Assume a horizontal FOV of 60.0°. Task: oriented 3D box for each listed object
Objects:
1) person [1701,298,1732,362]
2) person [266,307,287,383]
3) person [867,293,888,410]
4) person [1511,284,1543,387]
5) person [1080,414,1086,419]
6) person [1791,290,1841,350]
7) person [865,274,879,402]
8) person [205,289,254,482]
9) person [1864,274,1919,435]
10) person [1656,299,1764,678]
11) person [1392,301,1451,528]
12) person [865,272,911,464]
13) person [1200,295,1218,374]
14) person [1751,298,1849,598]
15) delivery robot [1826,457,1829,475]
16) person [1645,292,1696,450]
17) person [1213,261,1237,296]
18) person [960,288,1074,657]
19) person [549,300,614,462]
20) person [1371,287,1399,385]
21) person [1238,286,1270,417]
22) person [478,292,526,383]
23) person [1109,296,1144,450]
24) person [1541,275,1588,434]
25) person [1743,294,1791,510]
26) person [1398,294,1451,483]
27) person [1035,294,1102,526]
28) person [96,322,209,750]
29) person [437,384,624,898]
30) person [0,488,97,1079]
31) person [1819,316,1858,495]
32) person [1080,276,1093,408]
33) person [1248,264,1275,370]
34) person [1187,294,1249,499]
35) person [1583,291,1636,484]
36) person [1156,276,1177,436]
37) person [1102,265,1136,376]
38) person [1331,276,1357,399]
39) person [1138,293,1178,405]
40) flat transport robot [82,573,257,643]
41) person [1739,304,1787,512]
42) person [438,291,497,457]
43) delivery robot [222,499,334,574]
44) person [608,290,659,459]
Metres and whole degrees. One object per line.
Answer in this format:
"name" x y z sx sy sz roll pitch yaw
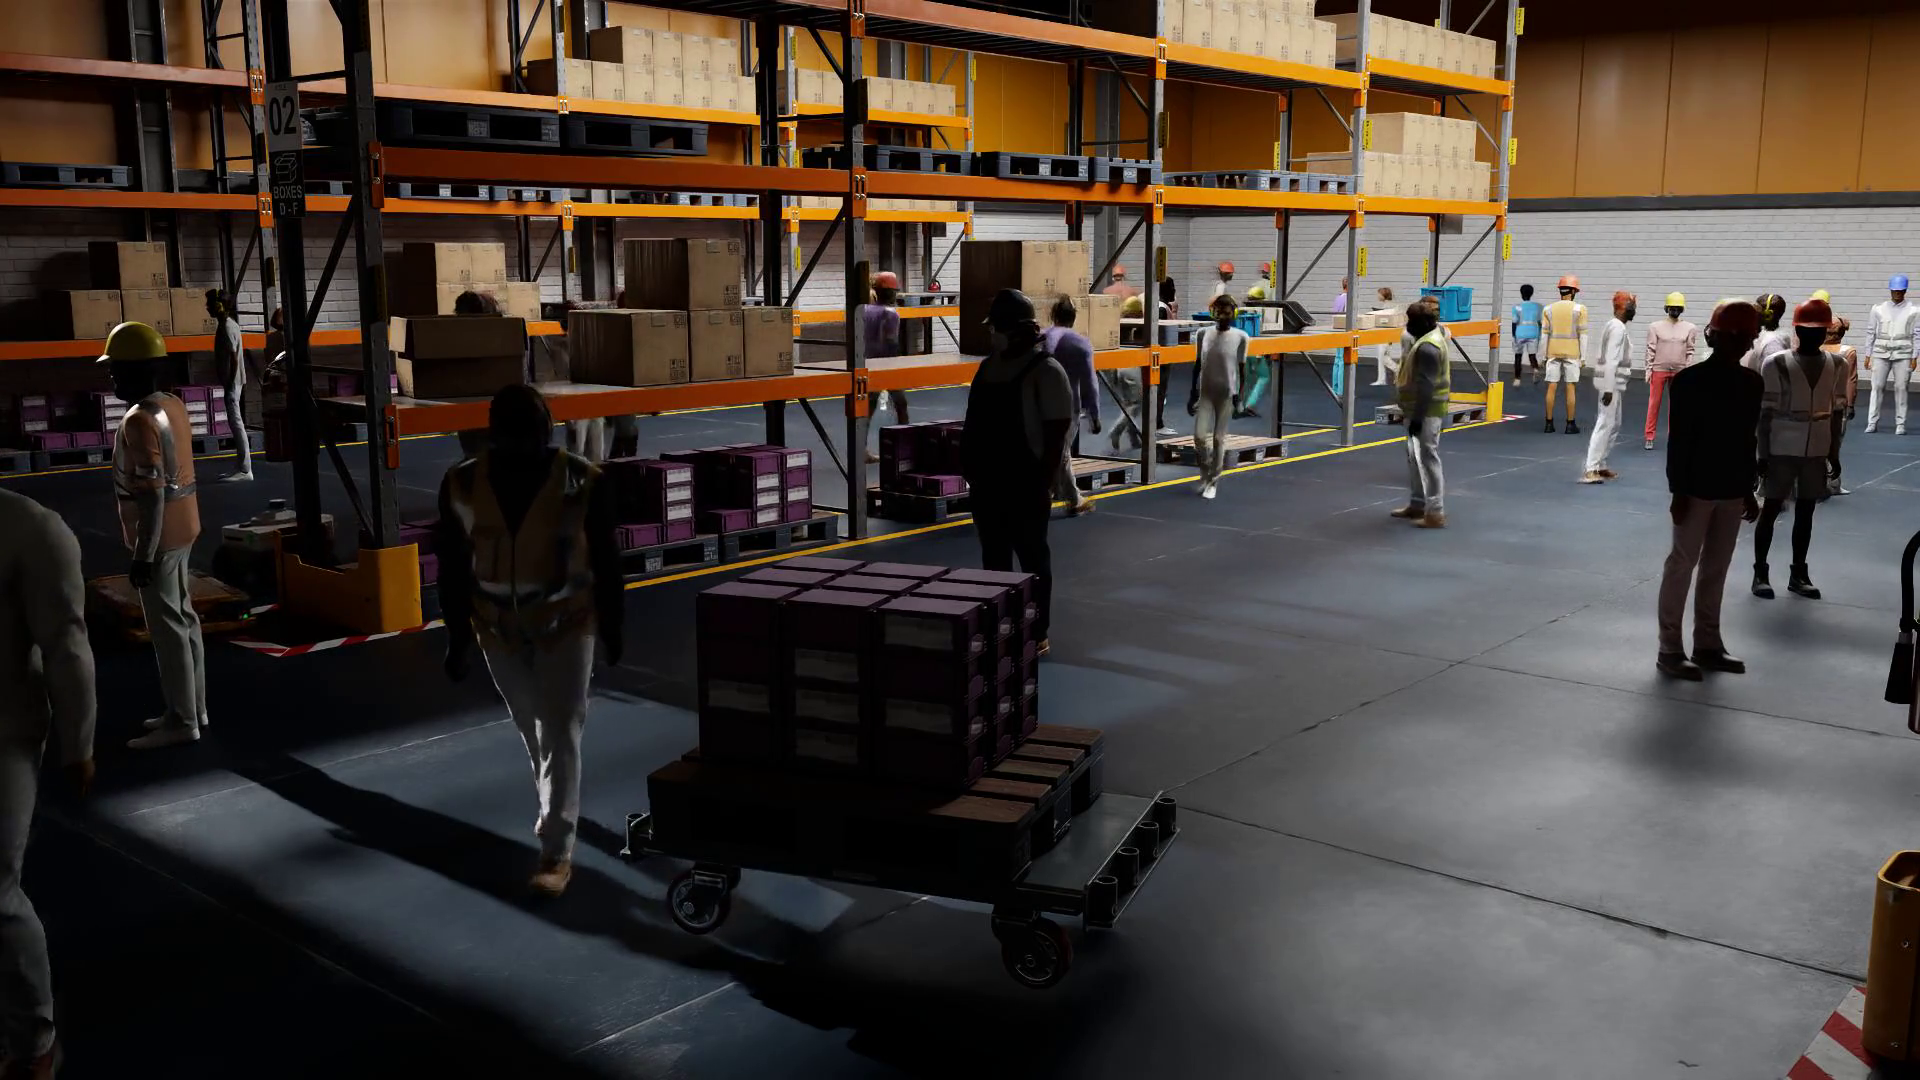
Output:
"person" 7.150 -1.375 15.666 0.960 1.773 0.599 -6 11 -29
"person" -7.252 -1.687 17.903 0.502 1.629 0.274 6 12 31
"person" -1.177 -2.623 23.204 0.507 1.632 0.265 2 10 14
"person" 9.186 -3.302 26.914 0.531 1.679 0.600 0 10 2
"person" 1.502 -2.465 22.122 0.318 1.697 0.535 -2 10 -10
"person" 10.083 -2.062 19.626 0.526 1.769 0.328 5 11 26
"person" -1.395 -2.961 24.345 0.407 1.910 0.638 -10 14 -44
"person" -7.070 -1.489 16.087 0.311 1.864 0.533 -4 11 -23
"person" 11.310 -2.246 20.186 0.608 1.937 0.408 7 12 36
"person" 3.991 -0.270 8.792 0.610 1.989 0.392 -4 11 -22
"person" 3.787 -1.033 13.625 0.430 1.838 0.640 2 10 13
"person" -0.719 -1.809 17.529 0.976 2.003 0.613 -9 14 -43
"person" 3.550 -2.633 23.343 0.509 1.604 0.832 1 10 7
"person" 5.421 -0.585 10.727 0.546 1.939 0.375 1 10 4
"delivery robot" 7.585 -0.710 15.110 0.477 0.478 0.707 1 10 4
"person" 7.929 -1.882 18.595 0.525 1.772 0.304 1 10 8
"person" 4.691 -3.955 29.685 0.456 2.022 0.647 1 10 6
"person" 0.257 -0.360 9.158 0.538 2.000 0.684 -9 14 -42
"person" -3.014 -0.982 13.256 0.359 1.858 0.673 4 11 24
"person" 7.018 -3.335 27.278 0.425 1.623 0.513 1 10 4
"person" 3.892 -2.487 22.108 0.410 1.753 0.531 -5 11 -27
"person" -4.181 -1.212 14.518 0.653 1.857 0.984 3 10 16
"person" 1.873 -1.849 18.515 0.491 1.719 0.714 10 14 44
"person" 7.358 -2.253 20.257 0.543 1.928 0.374 7 12 35
"person" 6.962 -1.184 14.351 0.332 1.866 0.514 3 10 16
"person" 4.422 -1.447 15.945 0.534 1.825 0.518 -2 10 -11
"person" 0.829 -1.057 13.597 0.645 1.886 1.046 8 13 40
"person" -3.649 -0.019 7.535 0.366 1.926 0.594 -2 10 -12
"person" -1.548 0.309 6.090 0.631 1.794 0.941 1 10 3
"person" -2.605 0.559 4.283 0.635 1.919 0.609 1 10 4
"person" 7.961 -1.230 15.254 0.308 1.640 0.510 -6 12 -31
"person" 1.692 -2.839 23.571 0.369 1.933 0.551 -8 12 -37
"person" 5.590 -4.071 30.572 0.681 1.972 0.424 8 13 38
"person" 2.302 -1.280 14.940 0.552 1.846 0.393 4 11 19
"person" 6.265 -1.467 16.046 0.388 1.845 0.770 4 11 22
"person" 2.440 -2.223 20.107 0.386 1.921 0.596 1 10 4
"person" 2.781 -3.813 29.033 0.617 1.970 0.871 1 10 4
"person" 5.758 -3.036 24.949 0.372 1.843 0.570 -1 10 -4
"person" 2.794 -2.884 23.927 0.639 1.904 0.402 5 11 25
"flat transport robot" -4.824 0.369 10.045 0.652 0.197 1.431 -8 13 -40
"person" 6.674 -1.099 14.089 0.962 1.782 0.745 -2 10 -13
"person" -3.747 -0.964 12.946 0.646 1.924 0.465 5 11 25
"delivery robot" -4.599 -0.032 11.243 0.477 0.478 0.707 6 11 29
"person" -2.880 -1.263 14.684 0.555 1.896 0.849 9 14 42
